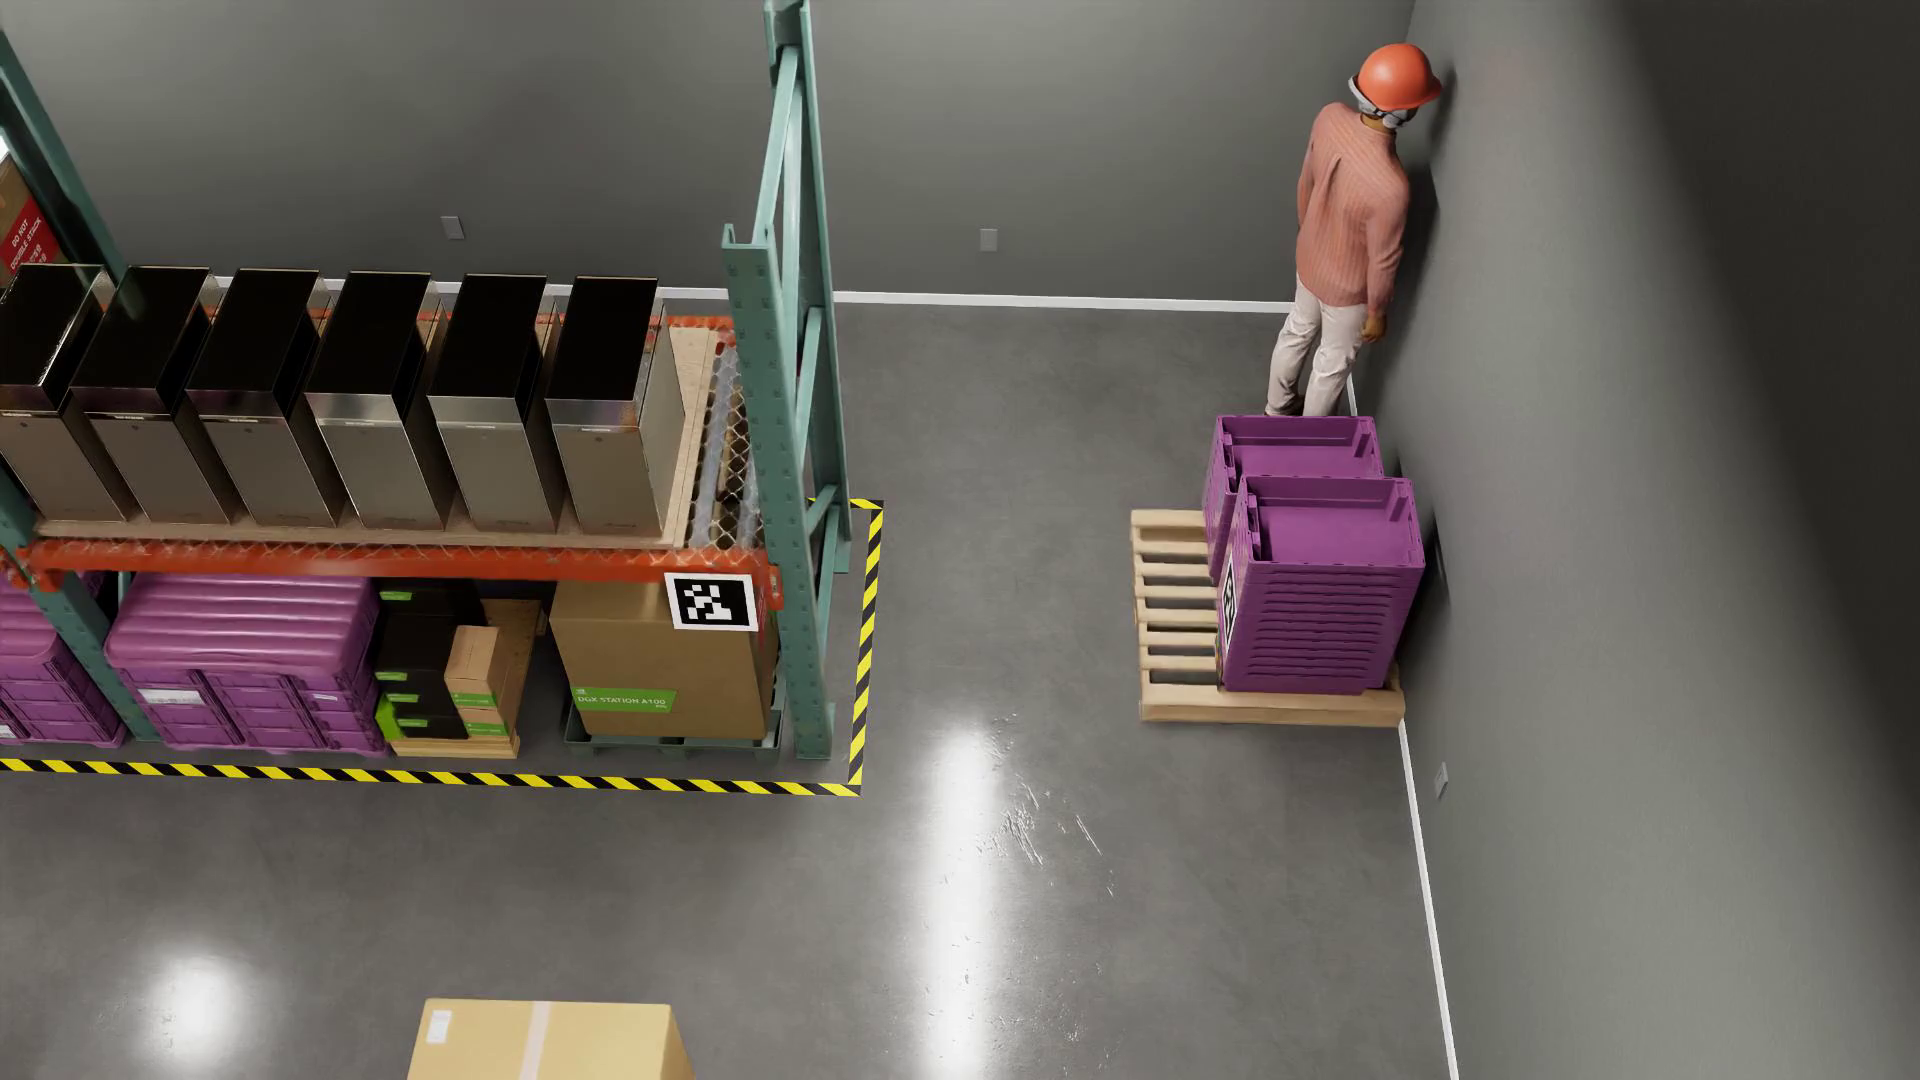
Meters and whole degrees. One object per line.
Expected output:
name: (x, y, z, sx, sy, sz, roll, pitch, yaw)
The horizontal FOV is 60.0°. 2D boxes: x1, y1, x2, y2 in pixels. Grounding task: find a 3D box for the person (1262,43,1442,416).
person: (1.507, -1.066, 6.496, 0.386, 1.996, 0.610, -16, 54, -12)
